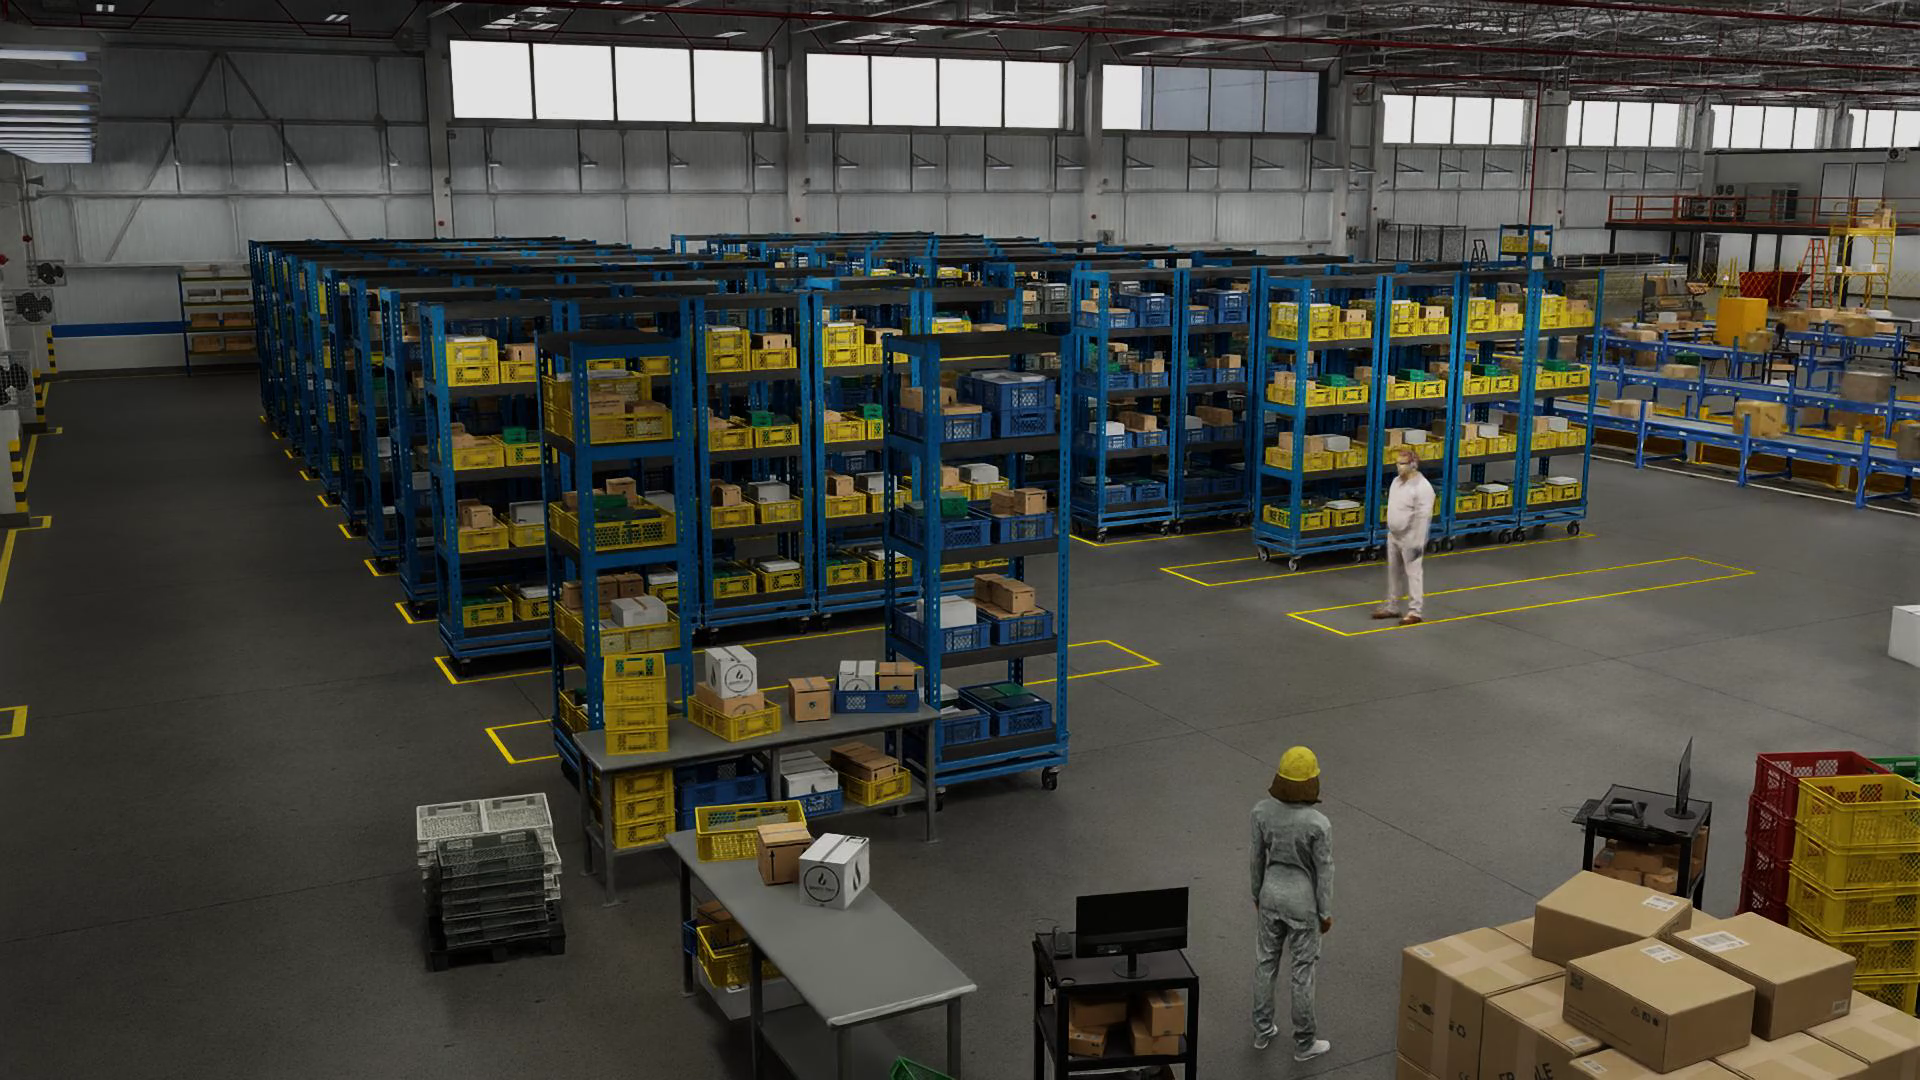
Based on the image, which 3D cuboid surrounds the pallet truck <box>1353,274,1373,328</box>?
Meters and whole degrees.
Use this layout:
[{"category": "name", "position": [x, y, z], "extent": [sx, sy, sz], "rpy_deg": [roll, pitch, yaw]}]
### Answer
[{"category": "pallet truck", "position": [13.011, -8.050, 55.243], "extent": [0.823, 1.965, 1.885], "rpy_deg": [-7, 14, -28]}]

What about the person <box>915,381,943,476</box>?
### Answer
[{"category": "person", "position": [-0.488, -1.365, 24.064], "extent": [0.627, 1.970, 0.876], "rpy_deg": [6, 13, 25]}]

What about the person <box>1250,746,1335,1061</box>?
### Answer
[{"category": "person", "position": [1.804, 1.958, 9.030], "extent": [0.484, 1.744, 0.295], "rpy_deg": [9, 15, 37]}]

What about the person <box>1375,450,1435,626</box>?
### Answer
[{"category": "person", "position": [4.796, -0.034, 17.964], "extent": [0.403, 1.906, 0.651], "rpy_deg": [-5, 13, -22]}]

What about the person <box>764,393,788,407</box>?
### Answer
[{"category": "person", "position": [-3.456, -2.649, 30.467], "extent": [0.588, 1.799, 0.981], "rpy_deg": [-5, 13, -24]}]
